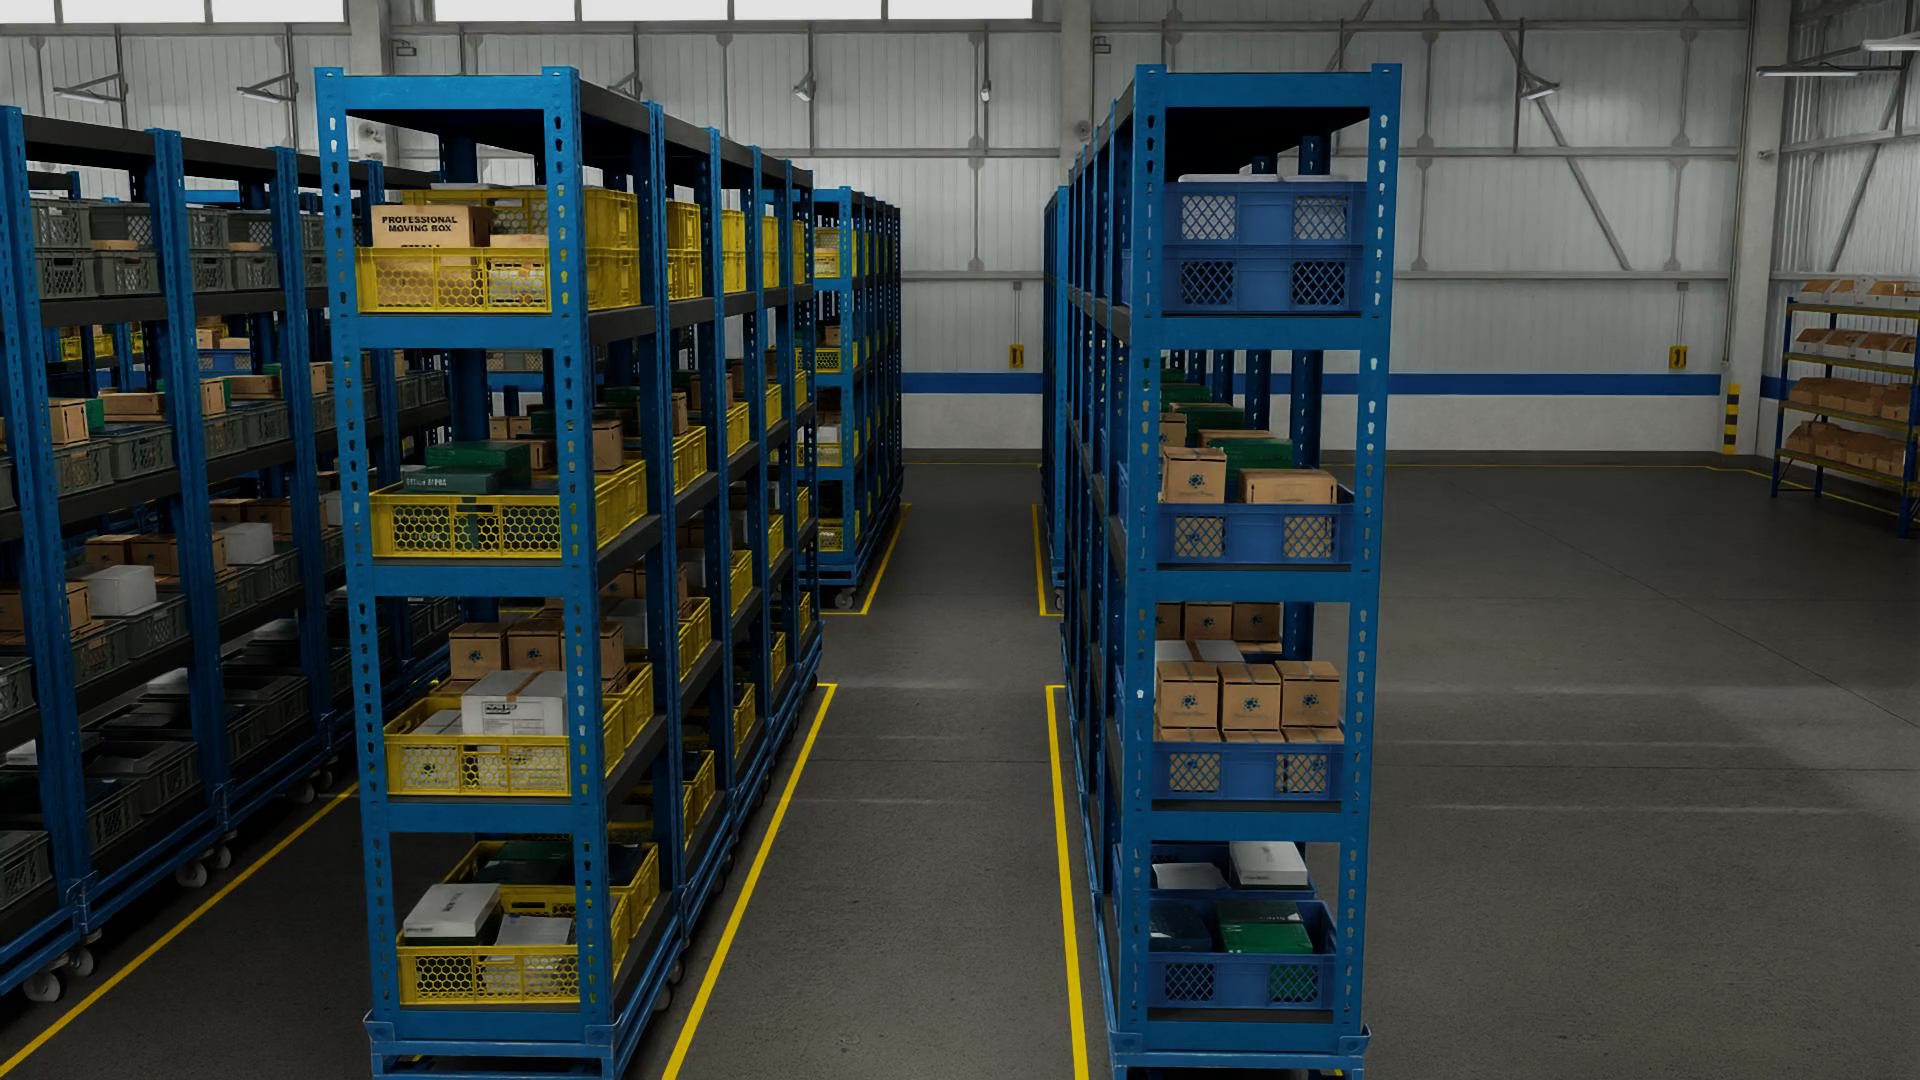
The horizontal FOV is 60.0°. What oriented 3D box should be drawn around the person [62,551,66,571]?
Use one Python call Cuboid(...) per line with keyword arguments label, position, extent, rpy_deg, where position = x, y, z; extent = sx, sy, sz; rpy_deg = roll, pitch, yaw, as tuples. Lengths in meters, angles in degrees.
Cuboid(label="person", position=(-7.900, -0.295, 14.178), extent=(0.374, 1.843, 0.569), rpy_deg=(3, 10, 19))
